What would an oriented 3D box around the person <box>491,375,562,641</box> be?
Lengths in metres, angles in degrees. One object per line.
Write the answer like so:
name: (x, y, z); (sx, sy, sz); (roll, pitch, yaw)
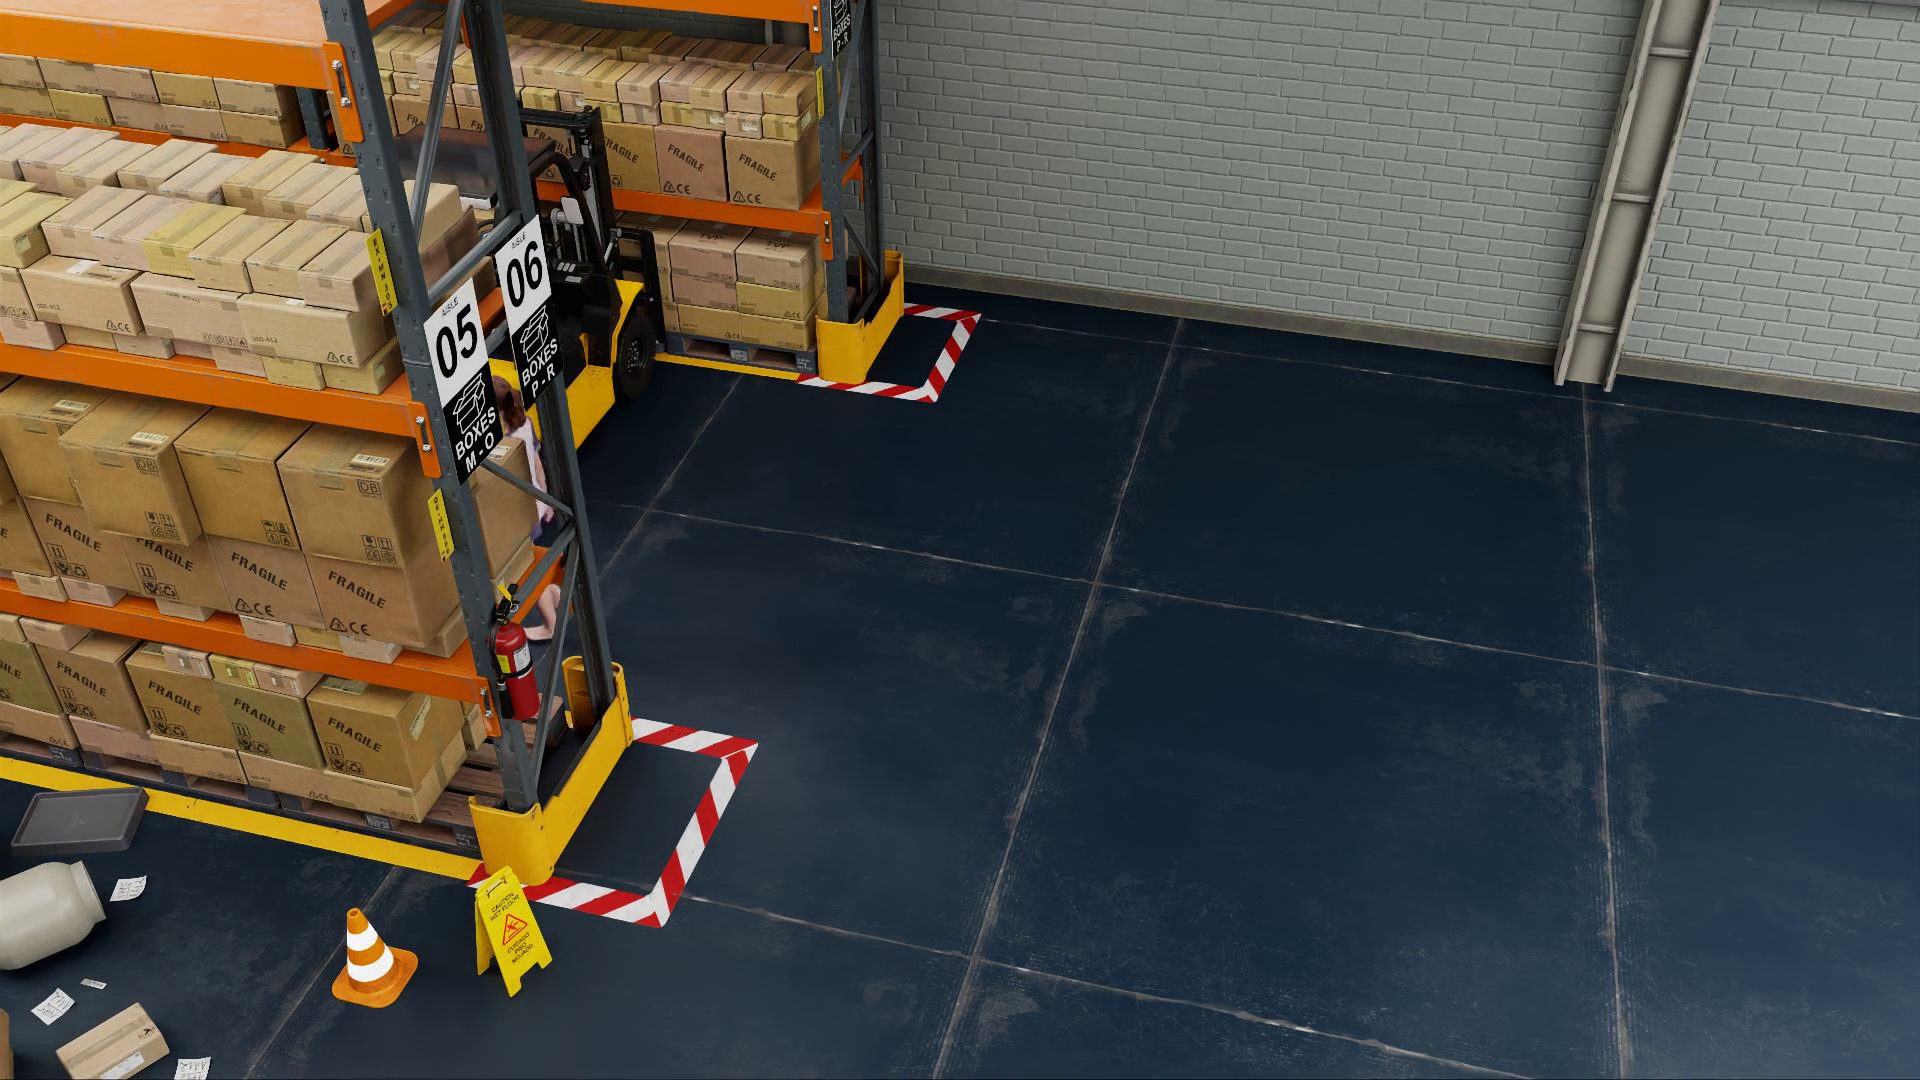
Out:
person: (-2.402, -0.146, 9.428); (0.630, 1.752, 0.630); (4, 37, 5)
